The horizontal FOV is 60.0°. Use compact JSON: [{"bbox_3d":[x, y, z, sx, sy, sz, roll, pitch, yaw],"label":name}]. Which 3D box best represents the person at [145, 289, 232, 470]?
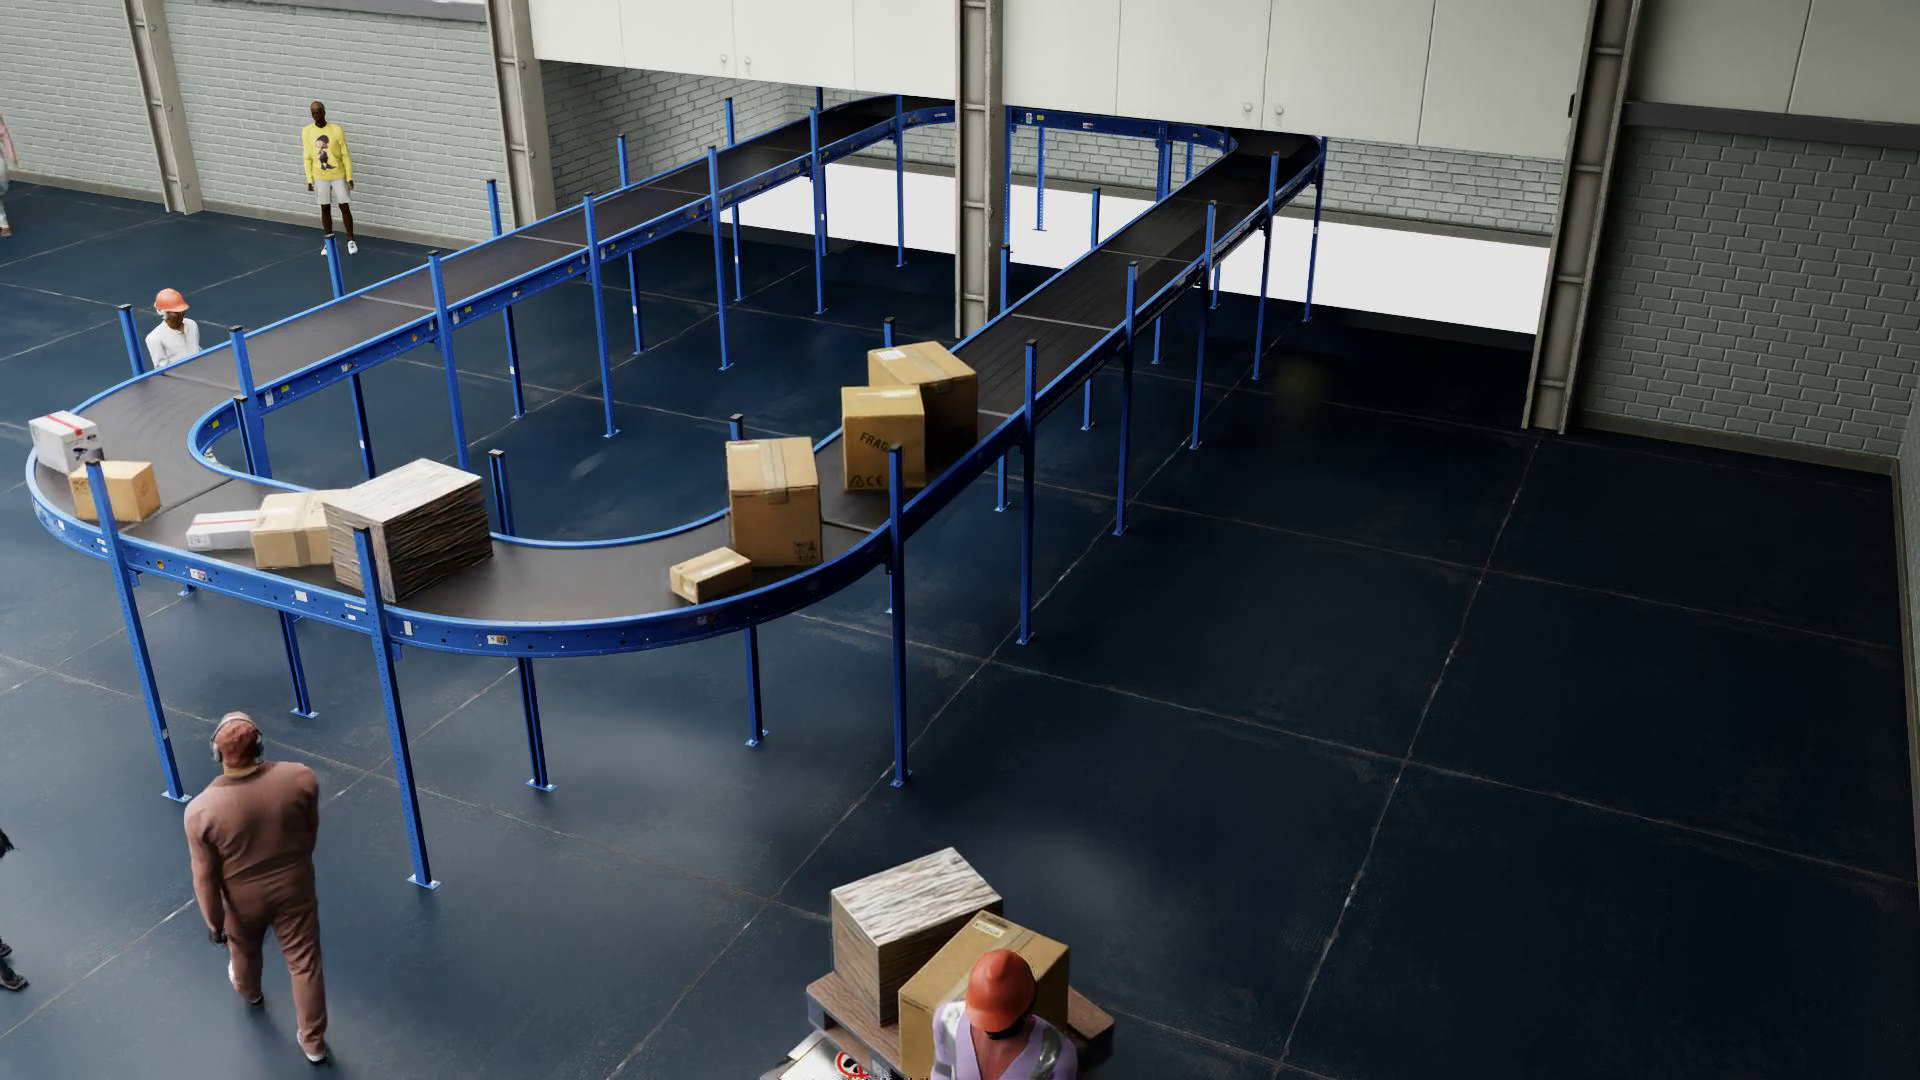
[{"bbox_3d":[-6.741,-1.348,14.520,0.325,1.752,0.562,8,27,15],"label":"person"}]

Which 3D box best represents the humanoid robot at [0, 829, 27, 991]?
[{"bbox_3d":[-5.242,1.617,8.648,0.522,1.641,0.609,8,27,16],"label":"humanoid robot"}]

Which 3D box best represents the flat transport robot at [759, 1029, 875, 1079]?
[{"bbox_3d":[-0.533,2.671,8.094,0.659,0.231,1.431,18,32,32],"label":"flat transport robot"}]

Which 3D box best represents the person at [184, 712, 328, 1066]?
[{"bbox_3d":[-3.492,1.677,8.307,0.649,1.858,0.985,-17,31,-31],"label":"person"}]

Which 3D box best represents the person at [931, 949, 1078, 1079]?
[{"bbox_3d":[0.150,2.436,6.592,0.603,2.035,0.395,12,29,22],"label":"person"}]

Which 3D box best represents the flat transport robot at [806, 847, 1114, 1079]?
[{"bbox_3d":[-0.021,2.575,8.288,1.431,0.231,0.659,-21,34,-36],"label":"flat transport robot"}]

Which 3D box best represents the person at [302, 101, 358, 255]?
[{"bbox_3d":[-7.855,-4.512,20.735,0.559,1.898,0.364,-5,27,-10],"label":"person"}]

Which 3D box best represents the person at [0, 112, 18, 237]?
[{"bbox_3d":[-12.685,-4.976,21.668,0.644,1.906,0.893,-22,34,-37],"label":"person"}]
